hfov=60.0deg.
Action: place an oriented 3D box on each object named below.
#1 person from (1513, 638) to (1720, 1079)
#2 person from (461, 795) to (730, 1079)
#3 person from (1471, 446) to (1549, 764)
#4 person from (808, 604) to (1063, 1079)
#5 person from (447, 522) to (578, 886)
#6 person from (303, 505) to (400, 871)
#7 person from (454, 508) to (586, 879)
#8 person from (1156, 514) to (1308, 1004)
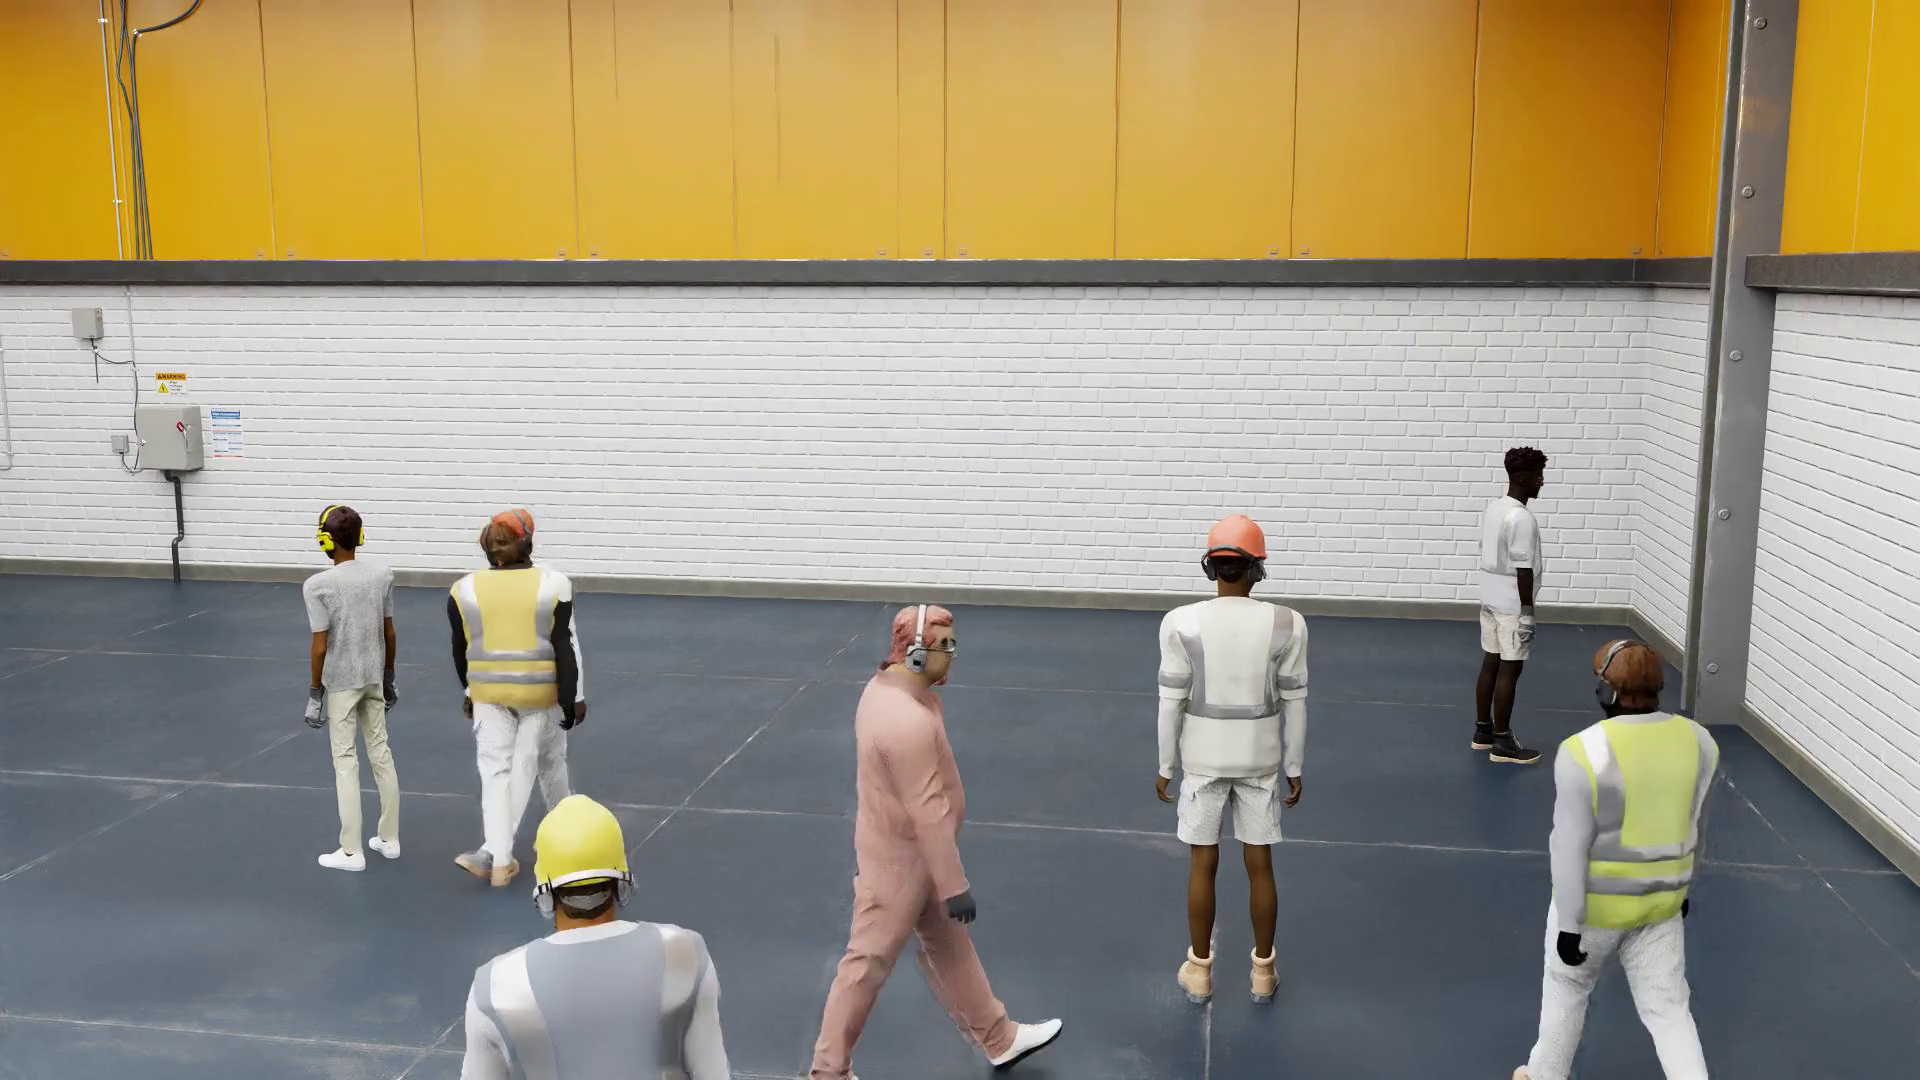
[{"bbox_3d":[2.292,1.232,5.674,0.633,1.809,0.951,-2,9,-12],"label":"person"},{"bbox_3d":[-0.903,1.490,4.079,0.627,1.781,0.924,-4,10,-24],"label":"person"},{"bbox_3d":[3.422,0.389,10.327,0.366,1.962,0.614,-1,9,-4],"label":"person"},{"bbox_3d":[-0.098,1.147,5.993,1.007,1.846,0.637,-1,9,-5],"label":"person"},{"bbox_3d":[-2.256,0.780,8.487,0.632,1.778,0.955,-1,9,-8],"label":"person"},{"bbox_3d":[-3.087,0.747,8.444,0.328,1.864,0.509,6,11,35],"label":"person"},{"bbox_3d":[-2.267,0.764,8.409,0.614,1.831,0.963,6,11,32],"label":"person"},{"bbox_3d":[1.119,0.907,6.914,0.614,2.034,0.396,0,9,2],"label":"person"}]
